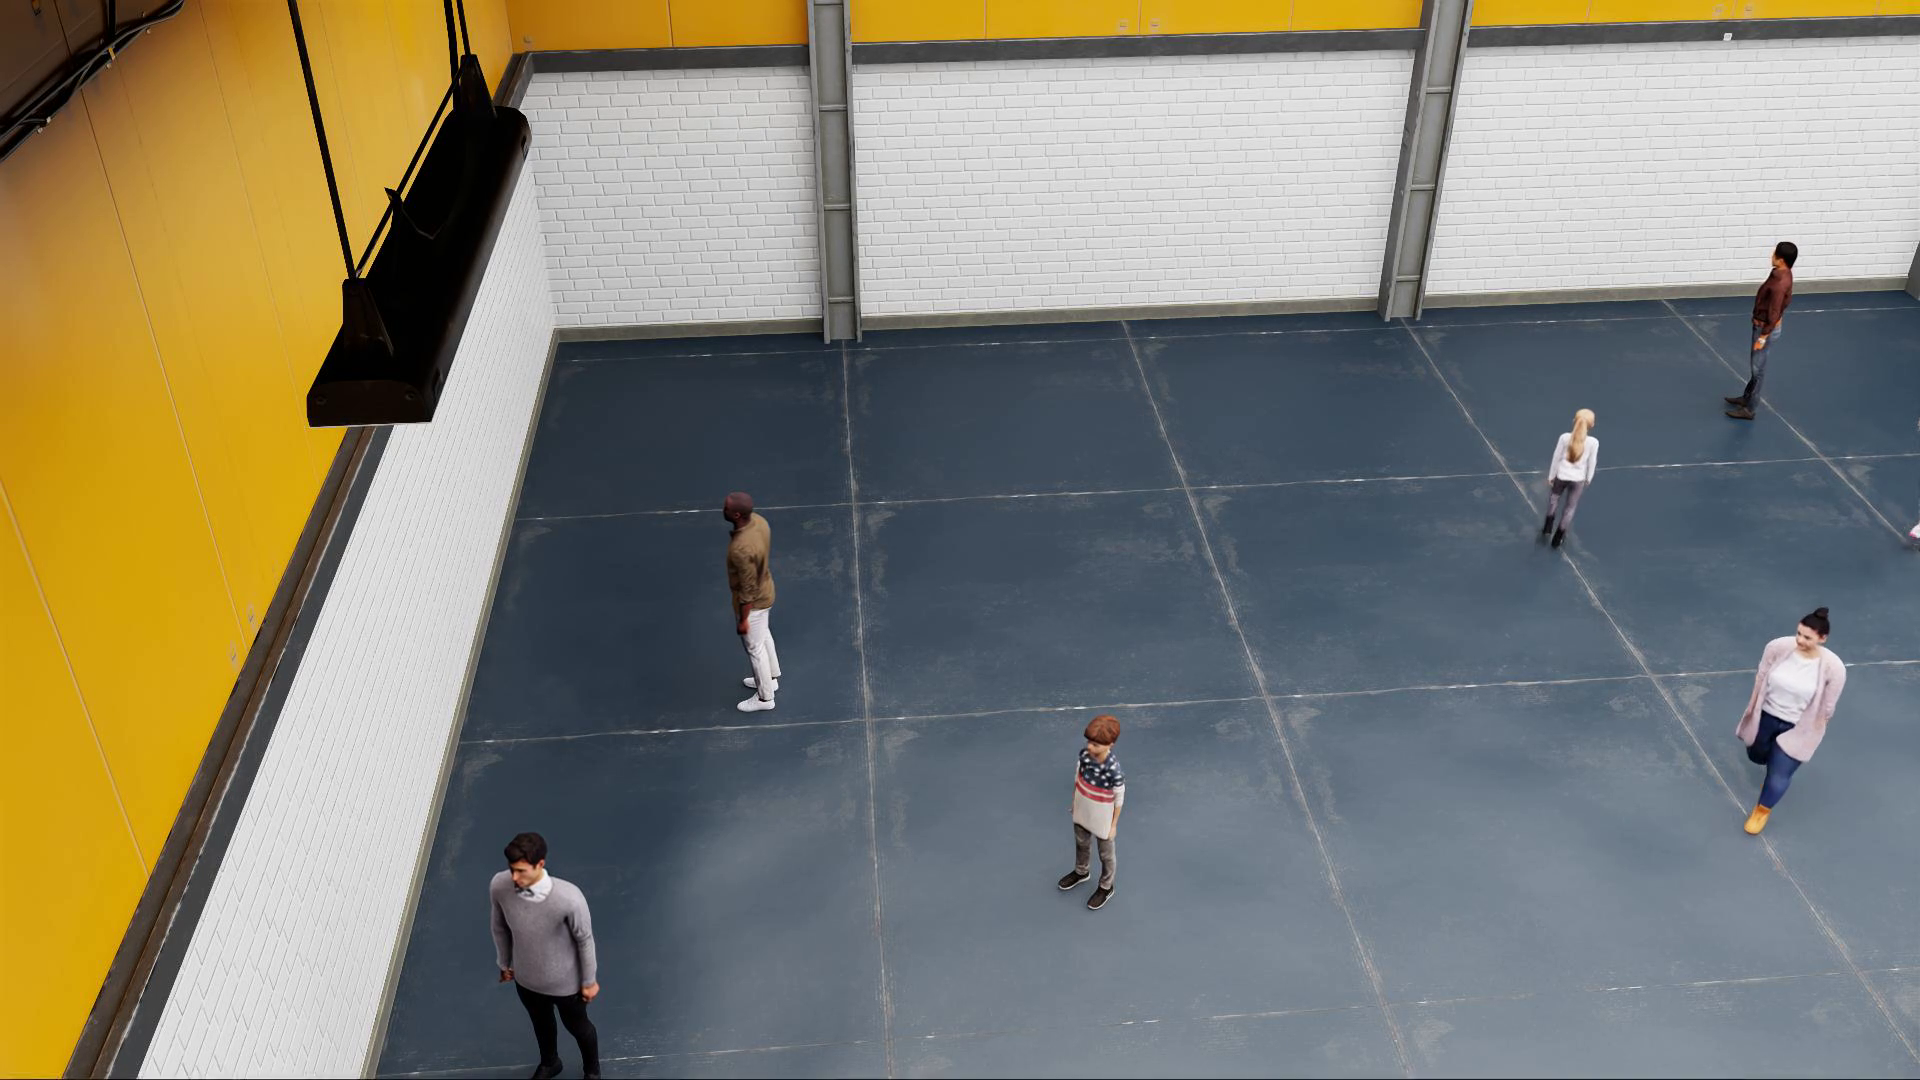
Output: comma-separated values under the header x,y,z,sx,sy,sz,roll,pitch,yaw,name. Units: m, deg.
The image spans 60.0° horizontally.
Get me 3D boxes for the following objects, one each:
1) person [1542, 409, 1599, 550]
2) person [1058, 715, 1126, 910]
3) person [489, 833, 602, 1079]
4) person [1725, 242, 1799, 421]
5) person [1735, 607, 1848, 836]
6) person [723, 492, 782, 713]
x,y,z,sx,sy,sz,roll,pitch,yaw,name
5.082,-0.491,13.891,0.577,1.270,0.645,18,38,25,person
0.857,1.684,10.466,0.596,1.439,0.647,28,43,35,person
-2.232,2.329,9.060,0.710,1.922,0.889,9,35,14,person
7.604,-1.979,15.672,0.694,1.778,0.718,13,36,19,person
5.527,1.138,11.030,0.988,1.725,1.076,29,43,36,person
-1.502,0.432,12.001,0.621,1.825,0.764,3,34,4,person
